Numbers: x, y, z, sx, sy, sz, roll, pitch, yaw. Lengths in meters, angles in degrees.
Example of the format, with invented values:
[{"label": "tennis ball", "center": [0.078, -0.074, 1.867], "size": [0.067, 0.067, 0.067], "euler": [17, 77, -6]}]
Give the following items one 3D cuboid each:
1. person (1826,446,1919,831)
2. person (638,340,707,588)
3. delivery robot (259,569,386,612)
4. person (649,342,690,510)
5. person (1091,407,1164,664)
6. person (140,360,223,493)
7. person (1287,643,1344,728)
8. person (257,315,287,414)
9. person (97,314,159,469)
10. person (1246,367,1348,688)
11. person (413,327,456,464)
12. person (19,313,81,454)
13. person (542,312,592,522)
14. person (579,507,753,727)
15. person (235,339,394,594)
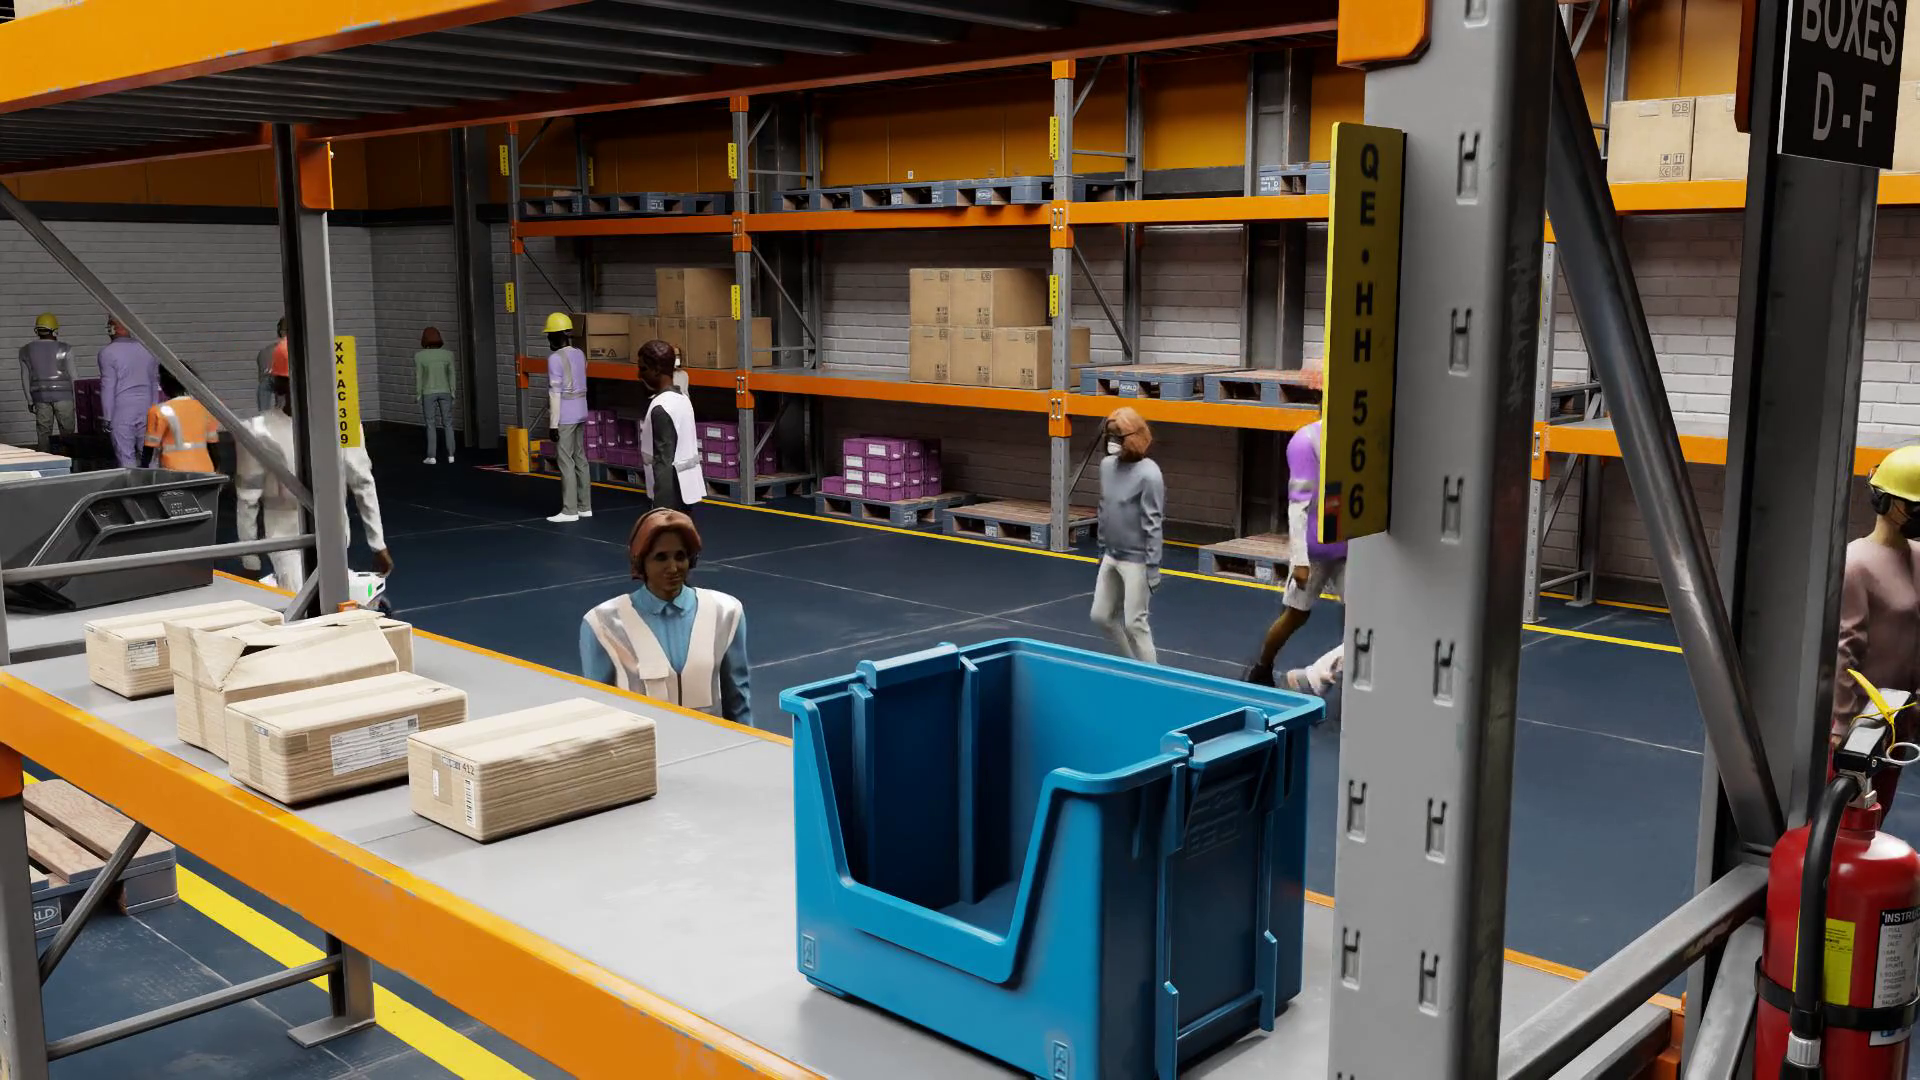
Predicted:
[{"label": "person", "center": [2.990, 0.567, 5.406], "size": [0.524, 1.759, 0.337], "euler": [-6, 11, -33]}, {"label": "person", "center": [-1.684, -0.212, 9.728], "size": [0.396, 1.908, 0.604], "euler": [0, 9, -1]}, {"label": "delivery robot", "center": [-3.946, 0.324, 10.285], "size": [0.707, 0.478, 0.477], "euler": [-1, 9, -4]}, {"label": "person", "center": [-2.766, -1.076, 15.894], "size": [0.285, 1.626, 0.495], "euler": [6, 11, 35]}, {"label": "person", "center": [0.866, 0.115, 8.610], "size": [0.296, 1.616, 0.528], "euler": [-5, 11, -29]}, {"label": "person", "center": [-5.615, -0.448, 11.875], "size": [0.755, 1.665, 0.548], "euler": [3, 10, 19]}, {"label": "person", "center": [2.057, 0.025, 8.084], "size": [0.770, 1.969, 0.627], "euler": [3, 10, 17]}, {"label": "person", "center": [-6.199, -1.171, 15.580], "size": [0.638, 1.911, 0.808], "euler": [-1, 9, -9]}, {"label": "person", "center": [-7.944, -1.212, 15.864], "size": [0.402, 1.904, 0.652], "euler": [4, 10, 21]}, {"label": "person", "center": [1.844, 0.004, 8.463], "size": [0.561, 1.894, 1.003], "euler": [-6, 11, -32]}, {"label": "person", "center": [-6.235, -1.716, 19.781], "size": [0.497, 1.632, 0.289], "euler": [-7, 11, -35]}, {"label": "person", "center": [-9.962, -1.571, 18.281], "size": [0.590, 1.833, 0.404], "euler": [-2, 9, -11]}, {"label": "person", "center": [-3.626, -1.123, 15.280], "size": [0.397, 1.918, 0.588], "euler": [2, 10, 14]}, {"label": "person", "center": [-0.858, 0.714, 4.889], "size": [0.516, 1.634, 0.312], "euler": [-5, 10, -26]}, {"label": "person", "center": [-3.039, 0.037, 7.927], "size": [1.030, 1.993, 0.617], "euler": [8, 12, 39]}]
